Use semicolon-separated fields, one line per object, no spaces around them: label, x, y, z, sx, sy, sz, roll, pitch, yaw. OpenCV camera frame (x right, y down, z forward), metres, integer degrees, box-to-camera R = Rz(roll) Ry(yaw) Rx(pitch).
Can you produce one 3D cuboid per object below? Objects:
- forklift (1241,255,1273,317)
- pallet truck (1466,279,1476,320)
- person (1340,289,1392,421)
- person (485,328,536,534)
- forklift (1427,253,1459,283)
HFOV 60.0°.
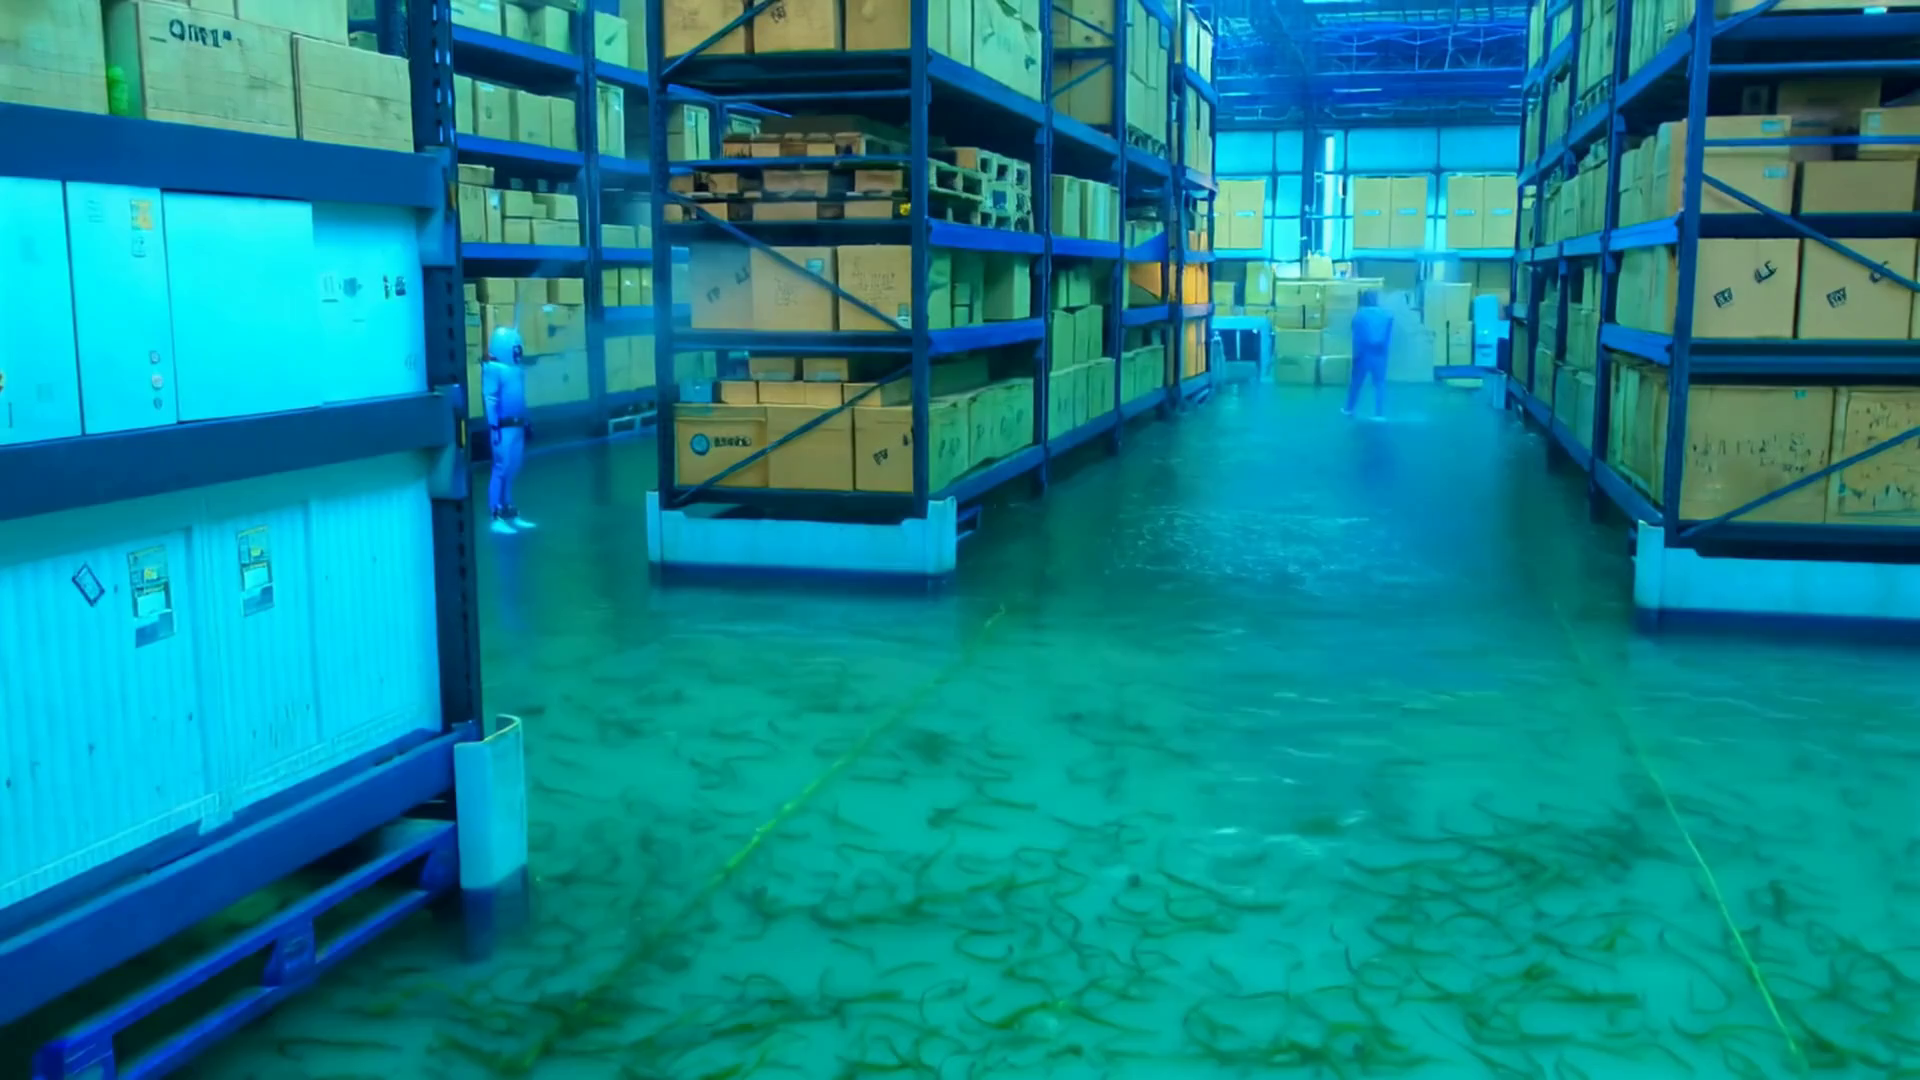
forklift;10.551;-8.662;58.805;1.129;2.768;1.873;2;9;15
pallet truck;18.896;-8.459;60.307;1.885;1.965;0.823;5;10;31
person;5.859;-2.656;23.898;0.656;1.859;0.991;-2;9;-13
person;-3.596;-0.874;13.272;0.265;1.632;0.508;2;9;15
forklift;15.217;-7.684;52.594;1.129;2.768;1.873;-2;9;-12
